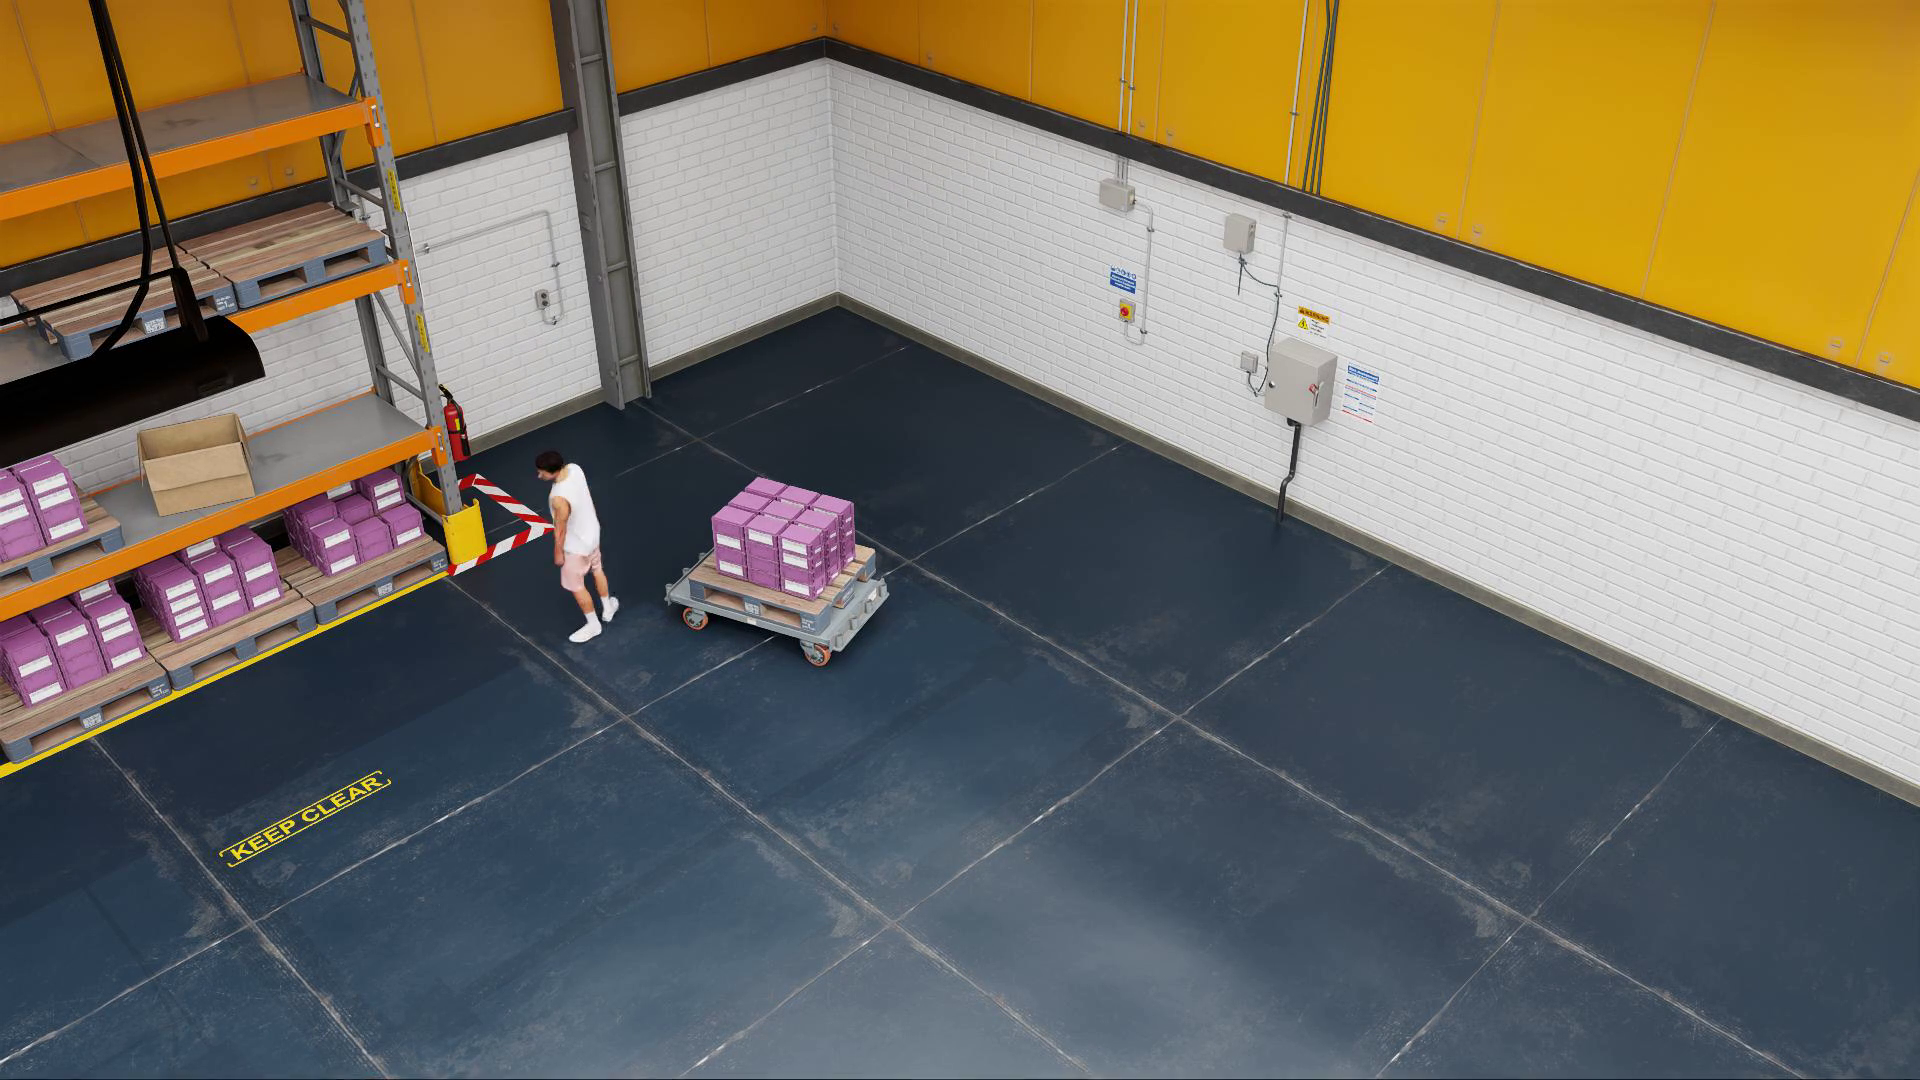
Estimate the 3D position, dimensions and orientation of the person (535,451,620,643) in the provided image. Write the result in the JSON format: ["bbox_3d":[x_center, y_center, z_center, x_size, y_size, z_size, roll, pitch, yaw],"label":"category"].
[{"bbox_3d":[-2.996,-0.032,13.294,0.923,1.747,0.753,16,37,22],"label":"person"}]
